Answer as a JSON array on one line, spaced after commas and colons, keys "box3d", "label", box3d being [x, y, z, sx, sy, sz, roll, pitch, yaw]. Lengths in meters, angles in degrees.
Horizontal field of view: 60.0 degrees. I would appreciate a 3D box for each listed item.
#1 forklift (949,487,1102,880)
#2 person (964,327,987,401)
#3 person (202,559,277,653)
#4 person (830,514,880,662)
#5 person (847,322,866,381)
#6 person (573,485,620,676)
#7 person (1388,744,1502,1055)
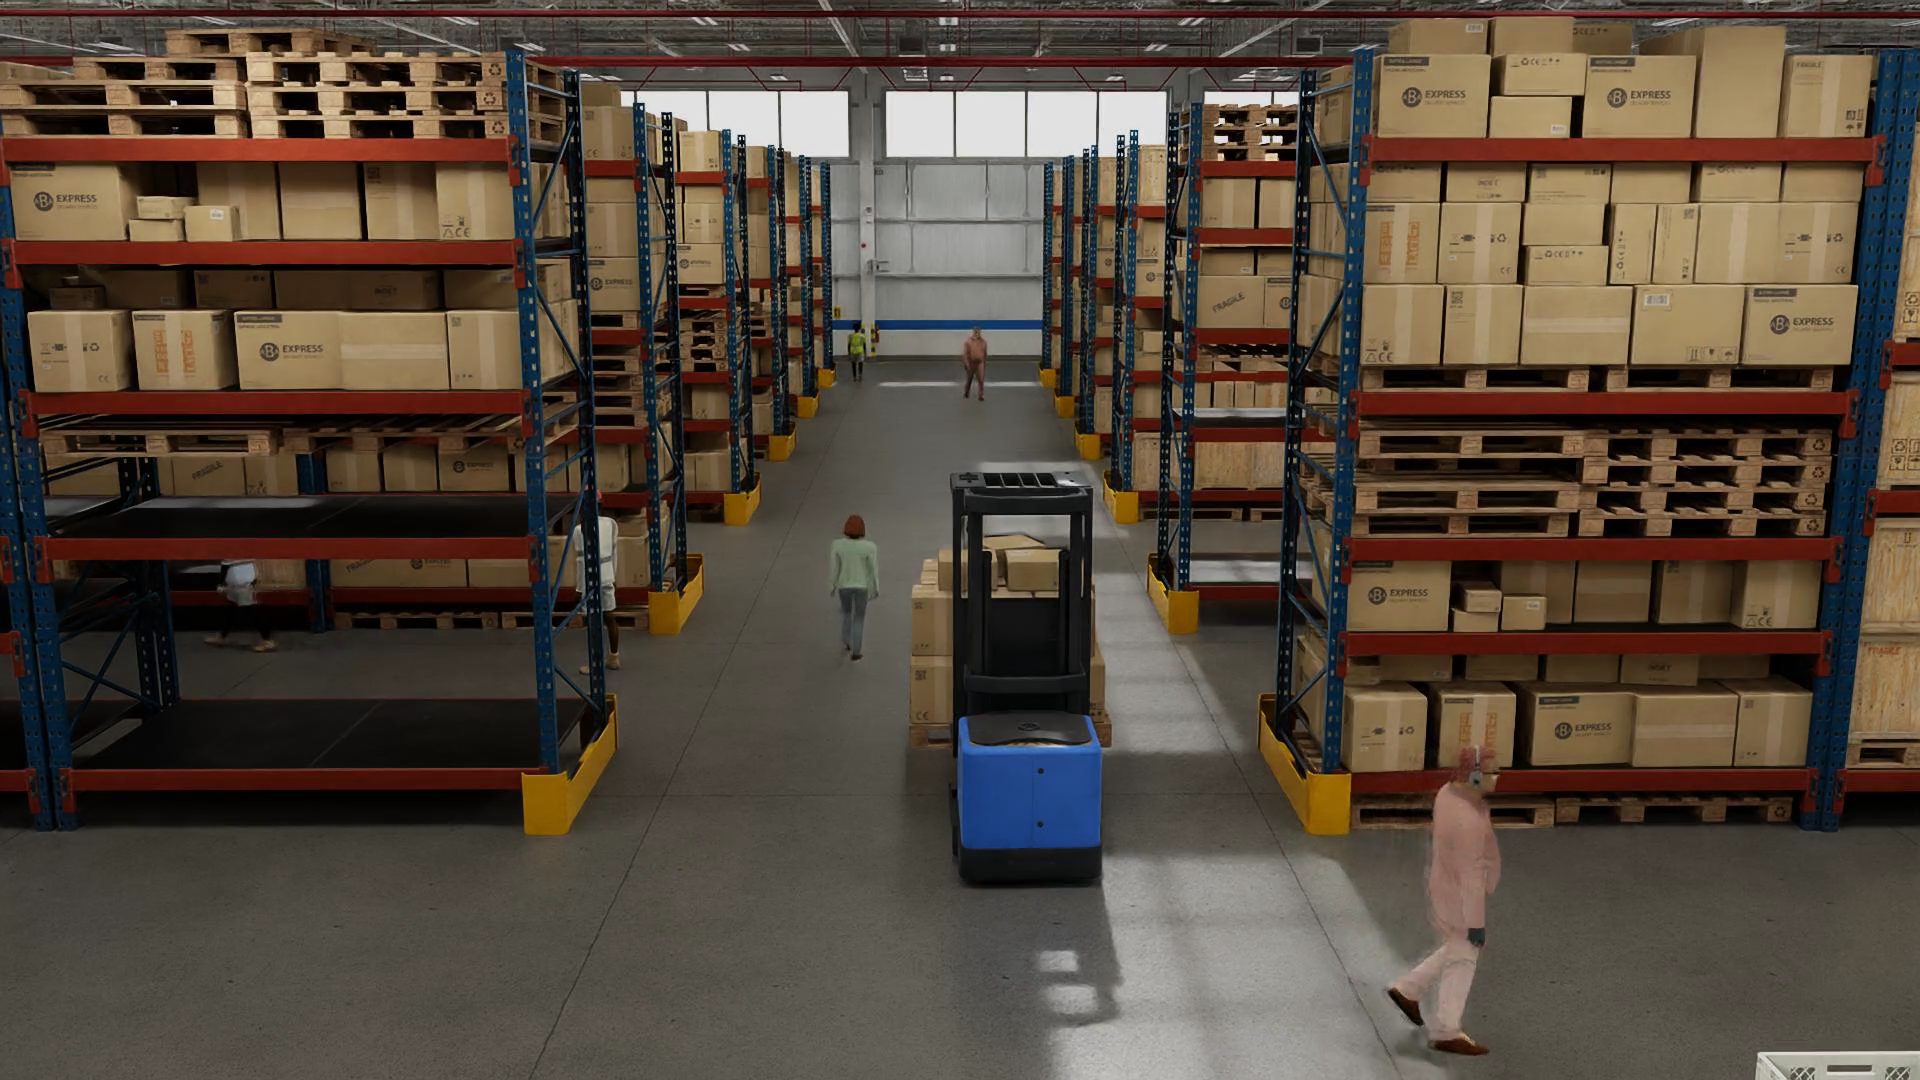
[{"box3d": [0.495, 0.986, 12.813, 1.129, 2.768, 1.873, 0, 11, -2], "label": "forklift"}, {"box3d": [0.387, -4.537, 42.688, 0.649, 1.878, 0.809, -3, 12, -14], "label": "person"}, {"box3d": [-8.072, 0.446, 18.541, 0.889, 1.644, 0.554, 0, 11, -2], "label": "person"}, {"box3d": [-1.143, 0.512, 18.292, 0.535, 1.614, 0.556, 2, 12, 9], "label": "person"}, {"box3d": [-2.919, -5.307, 46.995, 0.538, 1.683, 0.495, -1, 11, -3], "label": "person"}, {"box3d": [-3.882, 0.429, 17.655, 0.394, 2.044, 0.609, 6, 13, 29], "label": "person"}, {"box3d": [2.899, 2.100, 9.768, 0.514, 1.896, 0.653, 2, 12, 10], "label": "person"}]
